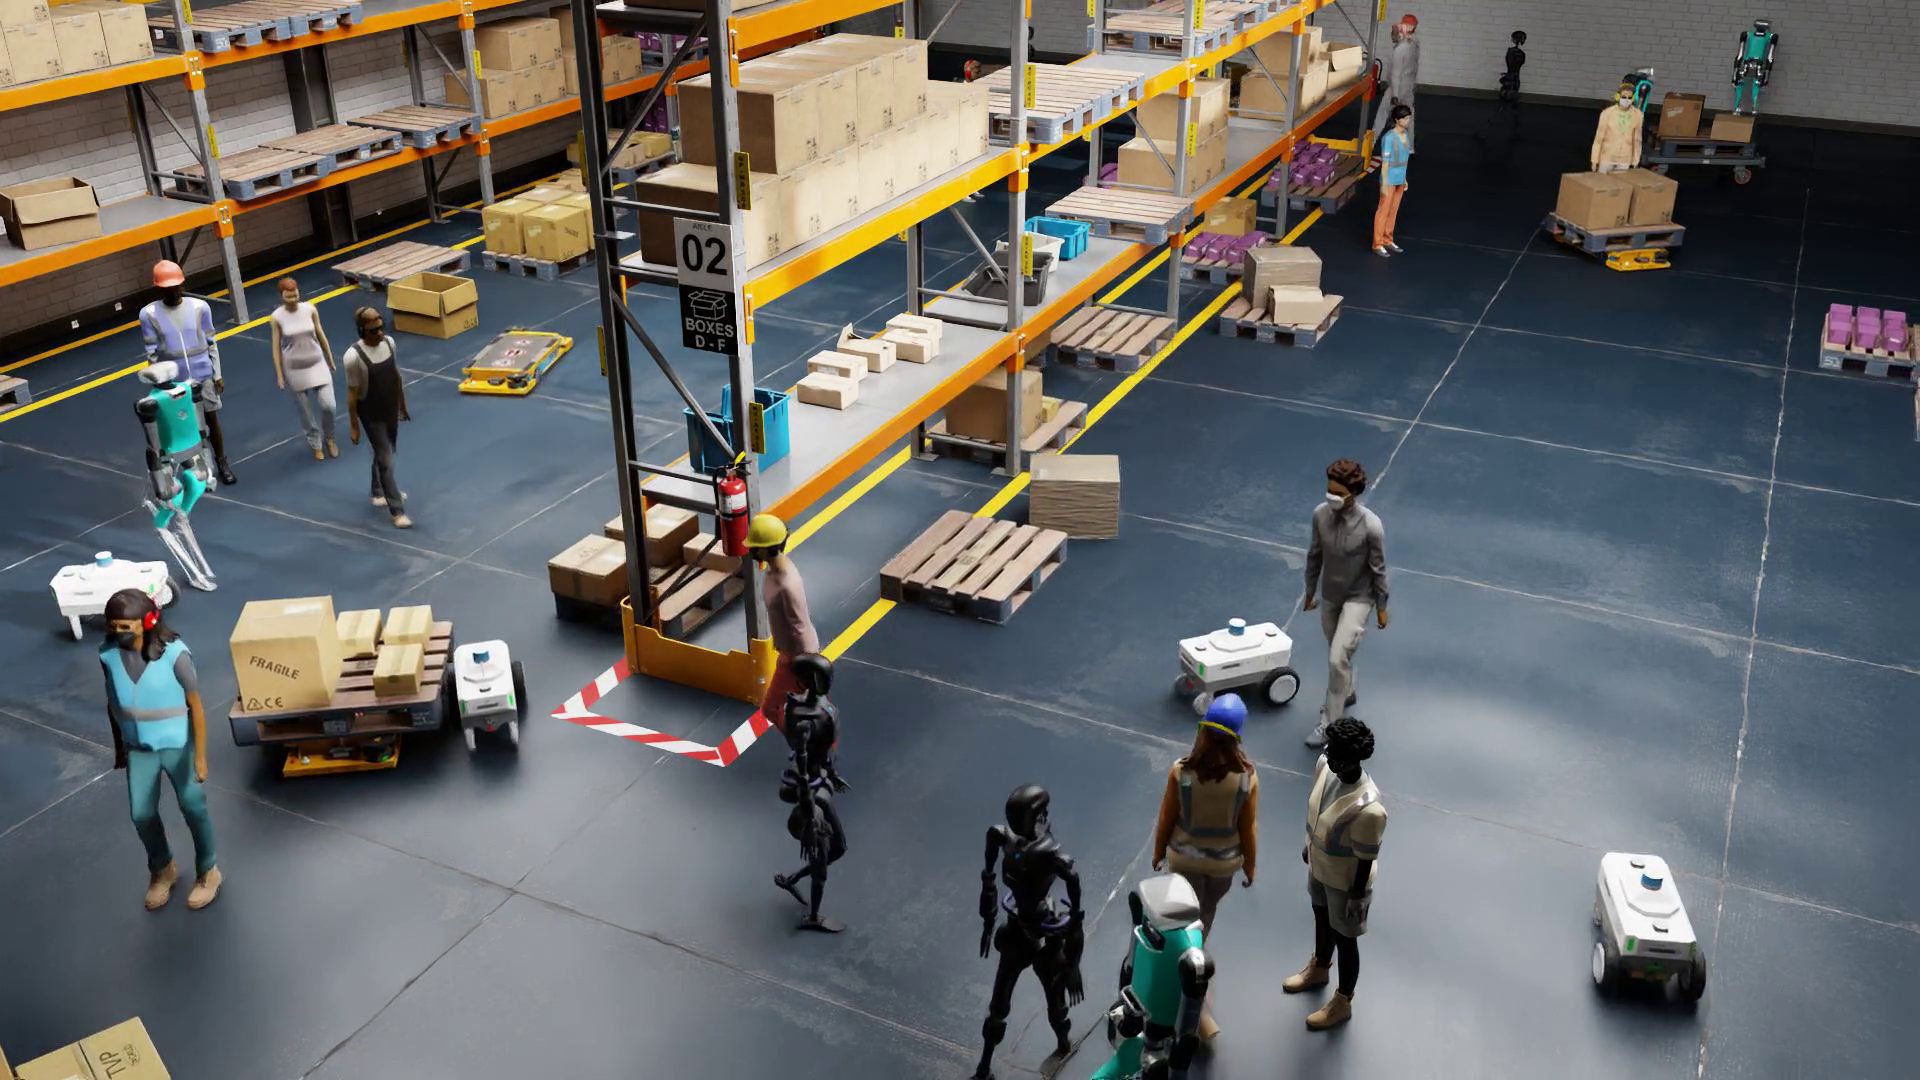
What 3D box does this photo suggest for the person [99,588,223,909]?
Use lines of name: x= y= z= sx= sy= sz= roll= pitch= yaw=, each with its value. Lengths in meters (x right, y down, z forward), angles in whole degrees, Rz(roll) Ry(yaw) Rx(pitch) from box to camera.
person: x=-4.204 y=1.101 z=8.757 sx=0.545 sy=1.861 sz=0.451 roll=0 pitch=26 yaw=1

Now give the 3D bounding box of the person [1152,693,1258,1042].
person: x=1.180 y=1.569 z=7.967 sx=0.482 sy=1.731 sz=0.823 roll=0 pitch=26 yaw=0

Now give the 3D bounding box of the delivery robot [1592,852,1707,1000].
delivery robot: x=3.500 y=1.940 z=8.515 sx=0.499 sy=0.576 sz=0.768 roll=4 pitch=27 yaw=7

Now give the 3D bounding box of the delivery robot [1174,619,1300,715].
delivery robot: x=1.806 y=0.801 z=10.856 sx=0.814 sy=0.610 sz=0.499 roll=-10 pitch=28 yaw=-19

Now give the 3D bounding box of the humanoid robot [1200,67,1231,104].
humanoid robot: x=3.652 y=-6.316 z=23.996 sx=0.587 sy=1.629 sz=0.774 roll=22 pitch=34 yaw=37

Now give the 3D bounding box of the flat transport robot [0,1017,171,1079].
flat transport robot: x=-3.607 y=2.910 z=6.899 sx=1.431 sy=0.231 sz=0.659 roll=-20 pitch=32 yaw=-34

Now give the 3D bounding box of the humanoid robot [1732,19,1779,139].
humanoid robot: x=11.880 y=-6.877 z=25.047 sx=0.530 sy=1.798 sz=0.795 roll=14 pitch=29 yaw=25

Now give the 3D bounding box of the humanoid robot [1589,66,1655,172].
humanoid robot: x=8.623 y=-5.334 z=21.909 sx=0.801 sy=1.786 sz=0.541 roll=8 pitch=28 yaw=16

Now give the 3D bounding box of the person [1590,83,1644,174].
person: x=8.034 y=-4.650 z=20.381 sx=0.561 sy=1.865 sz=0.468 roll=2 pitch=26 yaw=4

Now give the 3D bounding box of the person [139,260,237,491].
person: x=-6.319 y=-1.347 z=13.617 sx=0.544 sy=1.942 sz=0.348 roll=-15 pitch=30 yaw=-28

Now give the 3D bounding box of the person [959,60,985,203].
person: x=0.098 y=-5.384 z=21.888 sx=0.380 sy=1.836 sz=0.562 roll=11 pitch=28 yaw=20

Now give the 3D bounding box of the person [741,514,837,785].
person: x=-0.989 y=0.635 z=9.849 sx=0.530 sy=1.730 sz=0.532 roll=-7 pitch=27 yaw=-14

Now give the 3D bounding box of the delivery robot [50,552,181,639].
delivery robot: x=-5.941 y=0.365 z=11.708 sx=0.758 sy=0.586 sz=0.504 roll=-3 pitch=26 yaw=-6

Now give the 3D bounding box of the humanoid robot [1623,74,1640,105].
humanoid robot: x=8.696 y=-5.303 z=21.891 sx=0.333 sy=1.646 sz=0.601 roll=23 pitch=35 yaw=39

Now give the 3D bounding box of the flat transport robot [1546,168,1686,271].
flat transport robot: x=7.778 y=-3.506 z=19.861 sx=0.659 sy=0.231 sz=1.431 roll=-6 pitch=27 yaw=-12

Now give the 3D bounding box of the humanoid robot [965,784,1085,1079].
humanoid robot: x=0.309 y=1.831 z=7.520 sx=0.605 sy=1.635 sz=0.681 roll=20 pitch=33 yaw=34

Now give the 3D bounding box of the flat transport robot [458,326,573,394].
flat transport robot: x=-4.354 y=-1.767 z=16.347 sx=0.659 sy=0.231 sz=1.431 roll=3 pitch=26 yaw=6

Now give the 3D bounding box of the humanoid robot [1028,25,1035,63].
humanoid robot: x=1.037 y=-6.985 z=25.312 sx=0.639 sy=1.637 sz=0.599 roll=4 pitch=27 yaw=9

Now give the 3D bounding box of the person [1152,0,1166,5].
person: x=3.466 y=-8.907 z=28.969 sx=0.903 sy=1.865 sz=0.540 roll=12 pitch=29 yaw=23

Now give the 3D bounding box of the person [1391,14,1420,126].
person: x=6.889 y=-7.236 z=25.738 sx=0.369 sy=1.740 sz=0.563 roll=2 pitch=26 yaw=5

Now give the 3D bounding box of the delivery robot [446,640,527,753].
delivery robot: x=-3.007 y=0.944 z=10.544 sx=0.499 sy=0.590 sz=0.793 roll=-8 pitch=27 yaw=-16

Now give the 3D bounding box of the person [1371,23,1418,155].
person: x=6.326 y=-6.605 z=24.326 sx=0.955 sy=1.857 sz=0.674 roll=23 pitch=34 yaw=38

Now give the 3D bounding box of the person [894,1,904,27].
person: x=-1.018 y=-9.508 z=30.226 sx=0.367 sy=1.833 sz=0.503 roll=13 pitch=29 yaw=25

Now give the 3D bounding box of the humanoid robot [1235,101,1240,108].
humanoid robot: x=4.340 y=-6.766 z=24.817 sx=0.904 sy=1.787 sz=0.560 roll=17 pitch=31 yaw=31

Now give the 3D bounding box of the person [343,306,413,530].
person: x=-4.579 y=-1.002 z=13.084 sx=0.604 sy=1.807 sz=0.596 roll=10 pitch=28 yaw=20

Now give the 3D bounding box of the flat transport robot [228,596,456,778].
flat transport robot: x=-3.879 y=1.038 z=10.681 sx=0.659 sy=0.231 sz=1.431 roll=-4 pitch=27 yaw=-9

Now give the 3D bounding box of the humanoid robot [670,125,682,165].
humanoid robot: x=-3.029 y=-4.293 z=19.844 sx=0.544 sy=1.759 sz=1.031 roll=7 pitch=27 yaw=15

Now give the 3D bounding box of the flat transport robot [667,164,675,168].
flat transport robot: x=-3.410 y=-5.062 z=23.003 sx=1.431 sy=0.231 sz=0.659 roll=-9 pitch=28 yaw=-18

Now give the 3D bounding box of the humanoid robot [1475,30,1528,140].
humanoid robot: x=8.266 y=-6.849 z=25.100 sx=0.772 sy=1.648 sz=0.600 roll=1 pitch=26 yaw=3

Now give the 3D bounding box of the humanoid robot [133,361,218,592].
humanoid robot: x=-5.734 y=-0.454 z=12.030 sx=0.625 sy=1.792 sz=0.532 roll=11 pitch=28 yaw=21

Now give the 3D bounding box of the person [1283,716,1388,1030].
person: x=1.814 y=1.578 z=7.988 sx=0.319 sy=1.693 sz=0.531 roll=-8 pitch=27 yaw=-15

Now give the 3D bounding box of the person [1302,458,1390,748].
person: x=2.331 y=0.365 z=10.263 sx=0.812 sy=1.853 sz=0.553 roll=-23 pitch=34 yaw=-38

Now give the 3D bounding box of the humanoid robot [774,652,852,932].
humanoid robot: x=-0.795 y=1.301 z=8.562 sx=0.406 sy=1.640 sz=0.612 roll=3 pitch=27 yaw=7

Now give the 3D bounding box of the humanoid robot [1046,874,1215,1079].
humanoid robot: x=0.654 y=2.157 z=6.775 sx=0.850 sy=1.782 sz=0.554 roll=-10 pitch=28 yaw=-20

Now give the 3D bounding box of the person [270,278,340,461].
person: x=-5.553 y=-1.436 z=14.113 sx=0.497 sy=1.637 sz=0.443 roll=-14 pitch=30 yaw=-26

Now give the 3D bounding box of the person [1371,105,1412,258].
person: x=5.132 y=-4.245 z=19.665 sx=0.322 sy=1.766 sz=0.499 roll=24 pitch=35 yaw=39

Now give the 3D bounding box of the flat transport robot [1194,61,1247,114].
flat transport robot: x=4.012 y=-7.231 z=27.385 sx=1.431 sy=0.231 sz=0.659 roll=21 pitch=33 yaw=36
